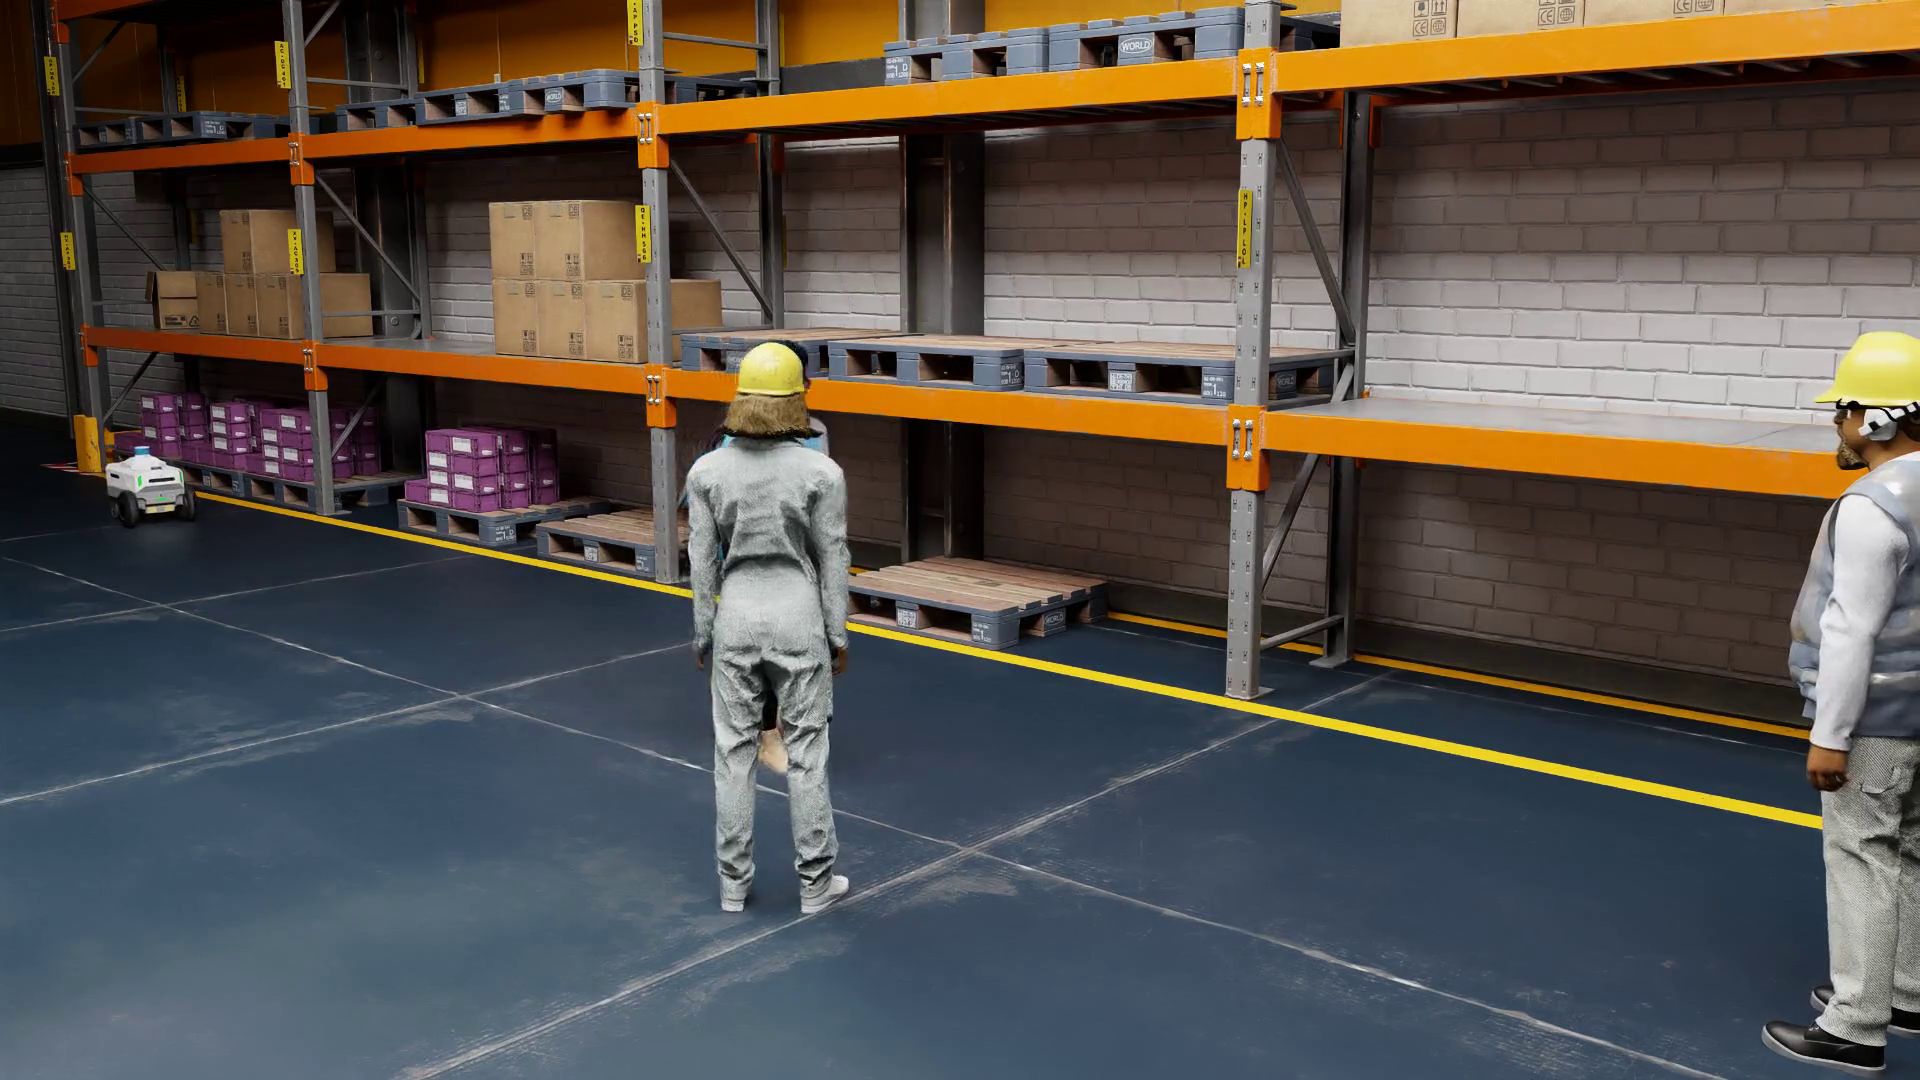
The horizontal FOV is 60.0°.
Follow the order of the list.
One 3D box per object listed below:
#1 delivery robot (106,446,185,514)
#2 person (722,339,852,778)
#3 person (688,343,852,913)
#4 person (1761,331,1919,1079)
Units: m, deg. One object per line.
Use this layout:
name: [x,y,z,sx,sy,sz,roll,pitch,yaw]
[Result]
delivery robot: [-6.032,-0.449,12.298,0.477,0.478,0.707,-10,14,-44]
person: [-0.663,0.084,6.320,0.369,1.684,0.538,10,14,44]
person: [-0.577,0.278,5.082,0.523,1.745,0.323,1,10,6]
person: [2.268,0.402,4.125,0.591,1.823,0.405,-9,13,-41]
